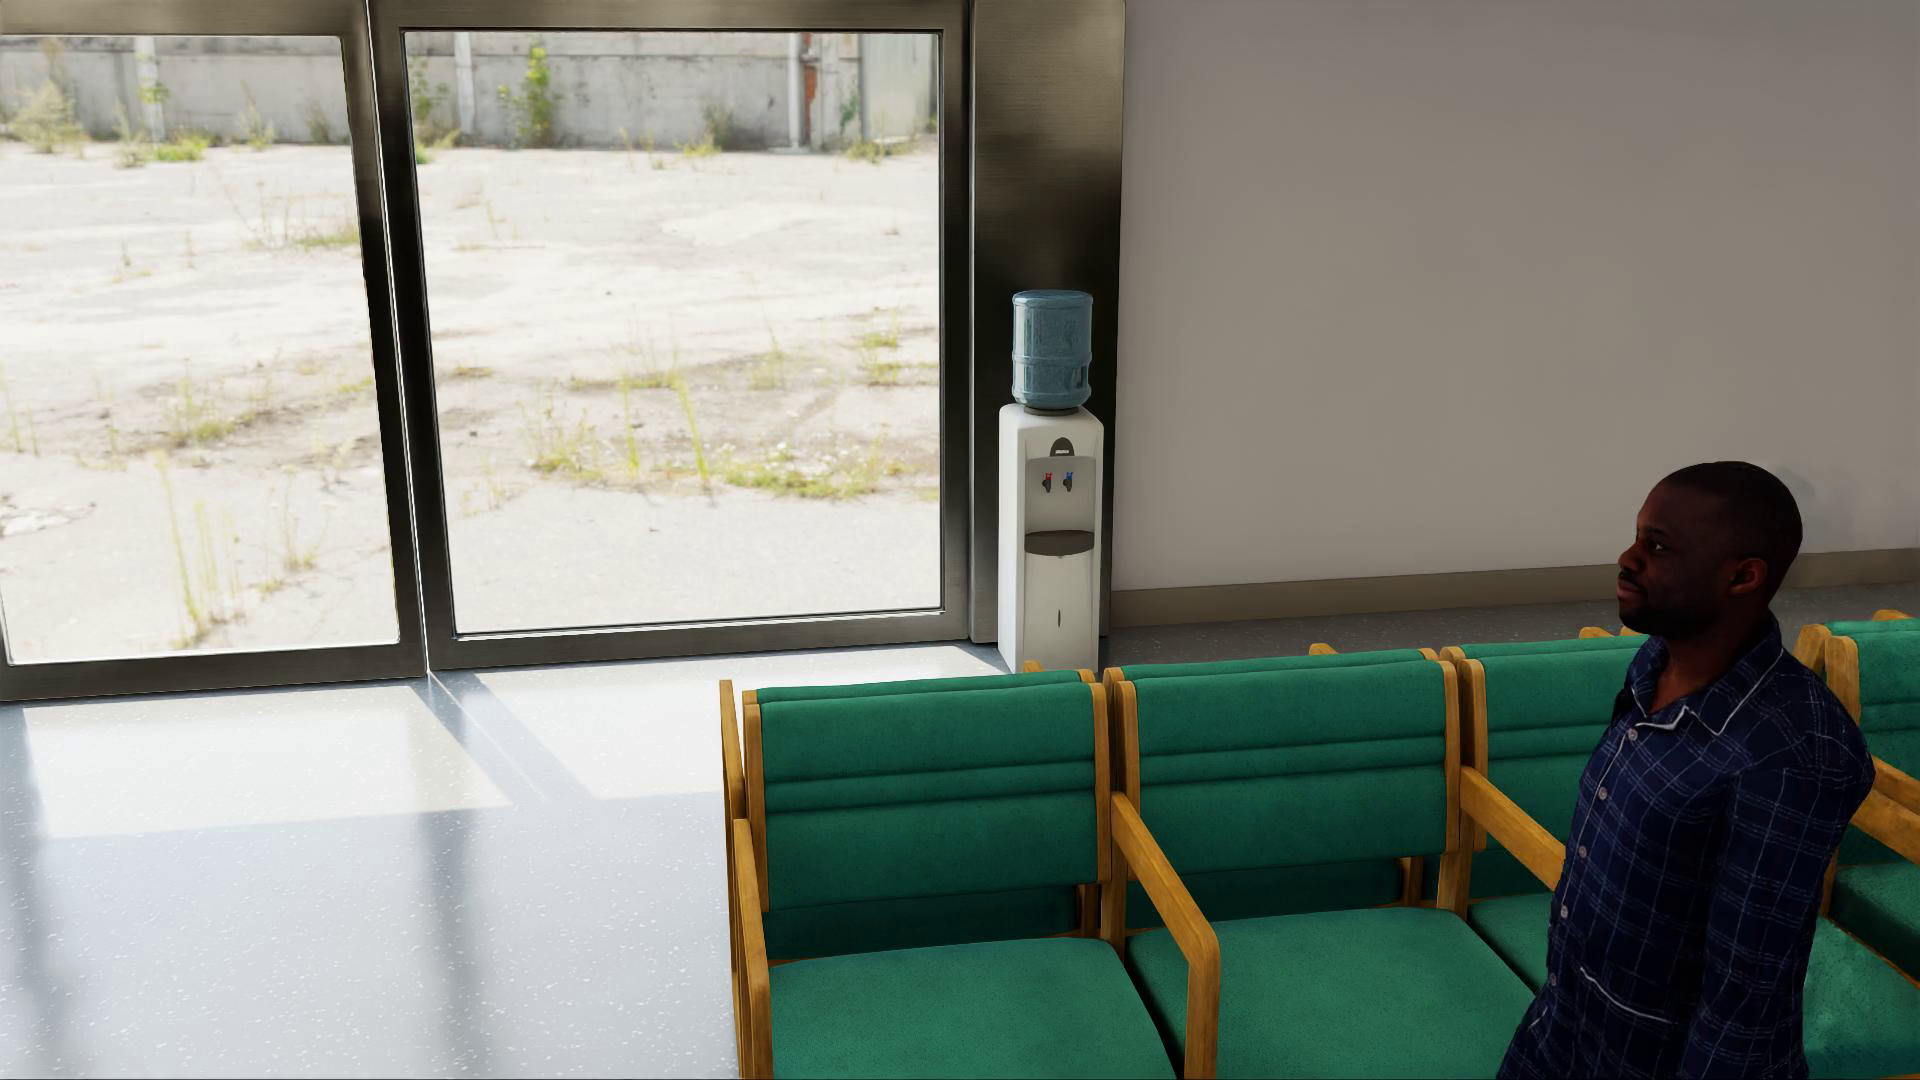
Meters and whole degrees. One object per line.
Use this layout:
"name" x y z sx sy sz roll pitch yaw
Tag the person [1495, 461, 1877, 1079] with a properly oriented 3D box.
"person" 1.115 0.797 2.419 0.862 1.767 1.137 0 16 -1
